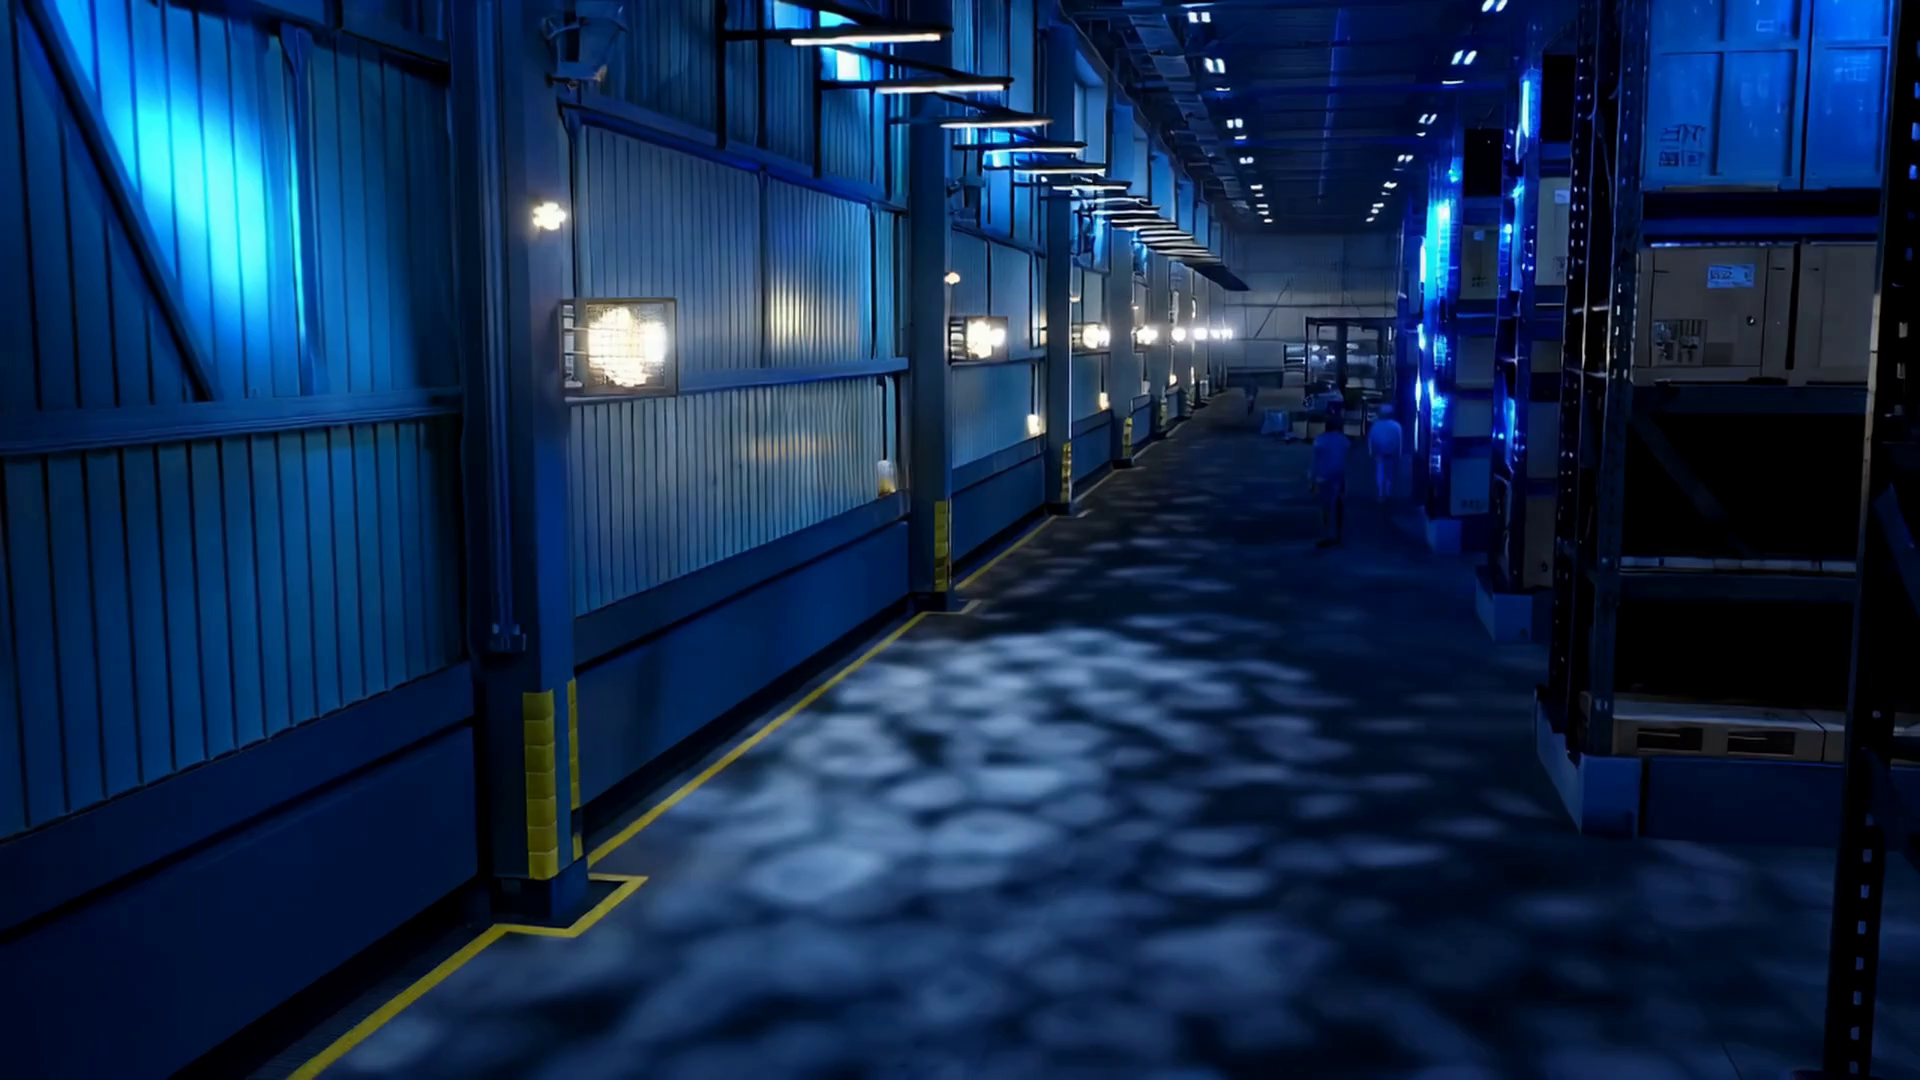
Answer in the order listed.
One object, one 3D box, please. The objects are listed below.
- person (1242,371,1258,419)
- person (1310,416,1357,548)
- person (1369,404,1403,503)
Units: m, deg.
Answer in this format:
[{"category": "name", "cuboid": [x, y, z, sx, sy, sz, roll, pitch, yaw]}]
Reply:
[{"category": "person", "cuboid": [10.386, -5.196, 59.579, 0.580, 1.718, 0.794, 2, 7, 15]}, {"category": "person", "cuboid": [5.406, -0.829, 23.975, 0.650, 1.904, 0.728, 0, 7, -2]}, {"category": "person", "cuboid": [7.823, -1.595, 30.485, 0.615, 1.784, 0.884, 3, 8, 22]}]
